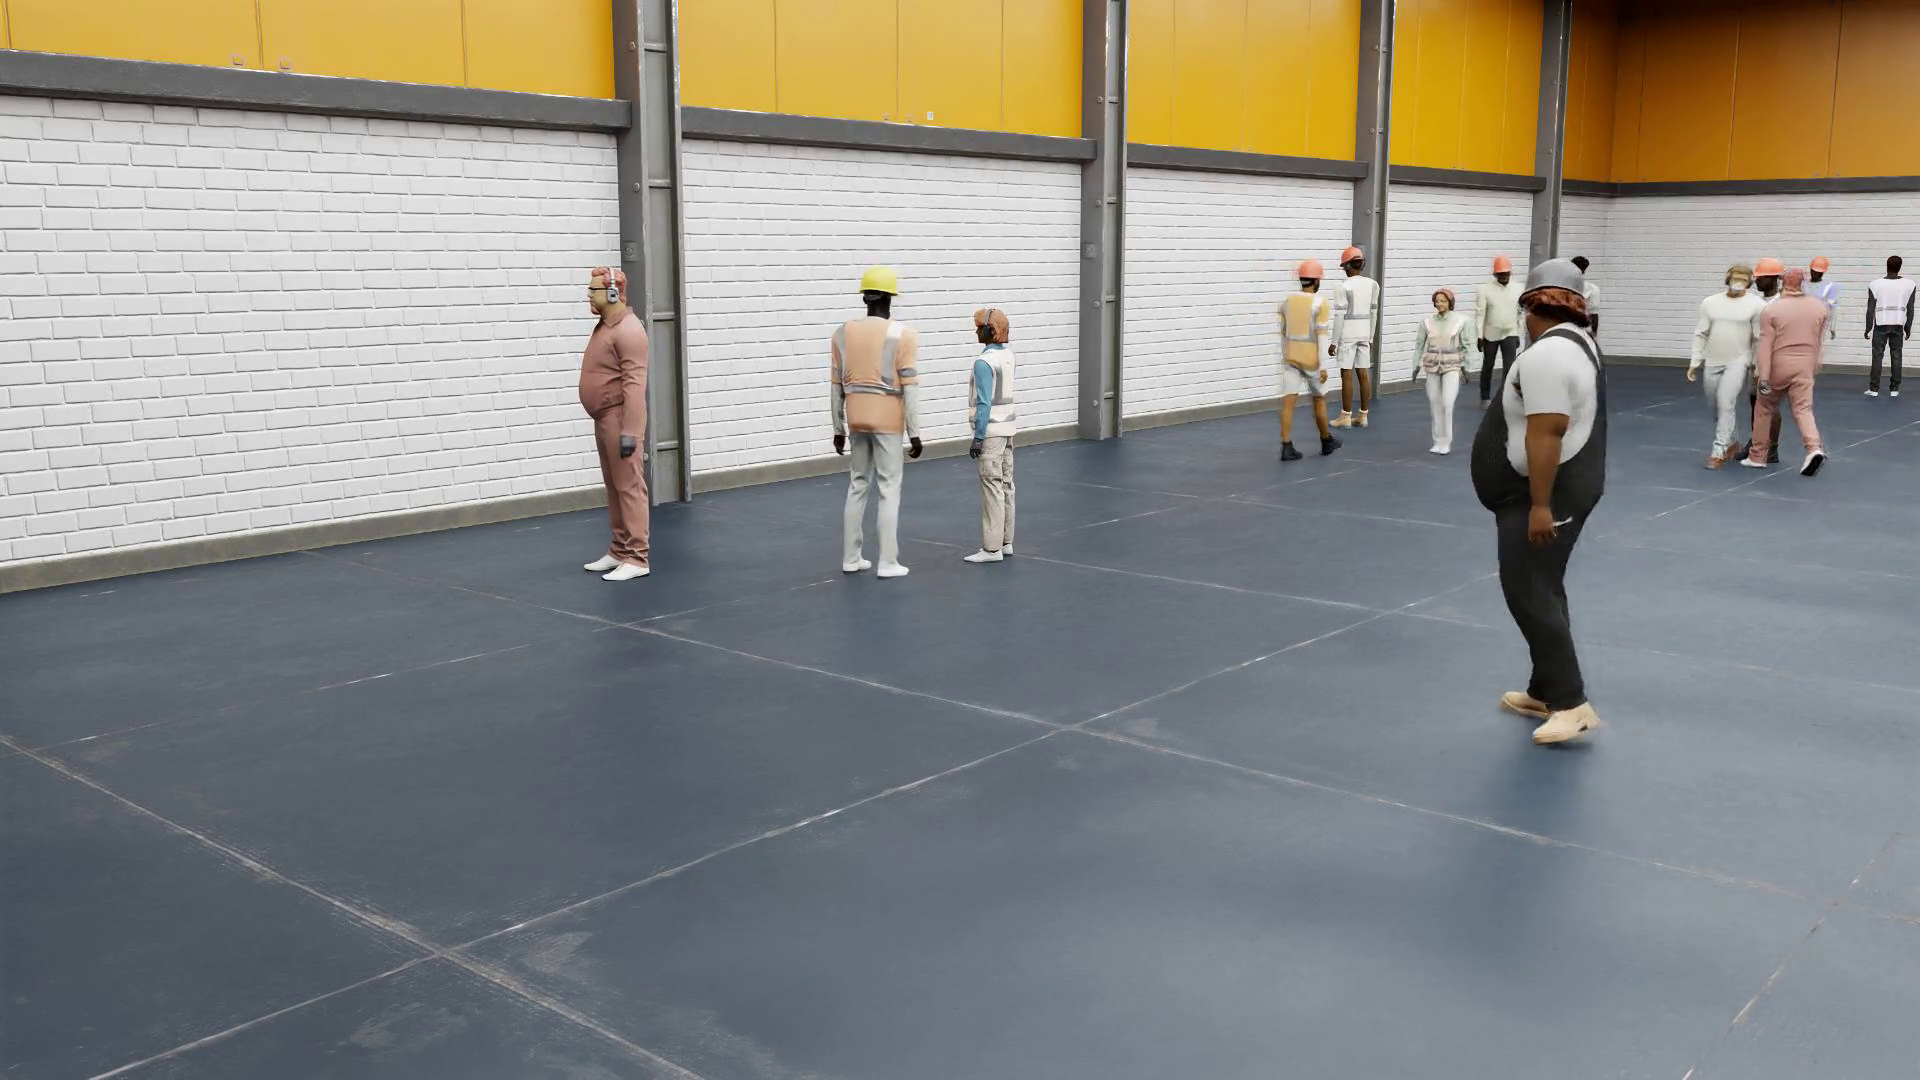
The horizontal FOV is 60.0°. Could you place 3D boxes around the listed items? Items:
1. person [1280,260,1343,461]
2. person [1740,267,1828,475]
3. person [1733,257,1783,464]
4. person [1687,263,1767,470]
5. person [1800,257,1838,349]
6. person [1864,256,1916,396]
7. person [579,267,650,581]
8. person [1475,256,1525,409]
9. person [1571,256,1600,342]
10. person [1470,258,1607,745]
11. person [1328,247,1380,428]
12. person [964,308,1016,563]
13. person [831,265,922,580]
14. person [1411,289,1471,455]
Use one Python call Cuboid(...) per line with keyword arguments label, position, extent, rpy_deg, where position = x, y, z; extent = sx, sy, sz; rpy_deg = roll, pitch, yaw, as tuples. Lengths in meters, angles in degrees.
Cuboid(label="person", position=(3.380, -1.727, 16.013), extent=(0.569, 1.896, 0.930), rpy_deg=(9, 13, 41))
Cuboid(label="person", position=(7.495, -1.527, 15.000), extent=(0.625, 1.862, 0.934), rpy_deg=(0, 10, 1))
Cuboid(label="person", position=(7.567, -1.686, 15.676), extent=(0.372, 1.935, 0.551), rpy_deg=(-1, 10, -7))
Cuboid(label="person", position=(7.163, -1.622, 15.469), extent=(0.928, 1.895, 0.649), rpy_deg=(-8, 13, -40))
Cuboid(label="person", position=(11.772, -2.958, 23.033), extent=(0.608, 1.896, 0.720), rpy_deg=(10, 14, 43))
Cuboid(label="person", position=(12.732, -2.928, 22.800), extent=(0.591, 1.919, 0.392), rpy_deg=(3, 10, 16))
Cuboid(label="person", position=(-2.124, -0.708, 10.192), extent=(0.402, 1.911, 0.638), rpy_deg=(-5, 11, -25))
Cuboid(label="person", position=(6.673, -2.540, 20.582), extent=(0.633, 1.920, 1.062), rpy_deg=(1, 10, 4))
Cuboid(label="person", position=(7.782, -2.626, 21.067), extent=(0.484, 1.933, 0.644), rpy_deg=(-9, 14, -43))
Cuboid(label="person", position=(2.471, -0.216, 7.009), extent=(0.648, 2.000, 0.821), rpy_deg=(6, 12, 31))
Cuboid(label="person", position=(4.408, -2.272, 18.742), extent=(0.605, 2.034, 0.391), rpy_deg=(-5, 11, -27))
Cuboid(label="person", position=(0.212, -0.670, 10.740), extent=(0.307, 1.641, 0.514), rpy_deg=(4, 11, 20))
Cuboid(label="person", position=(-0.506, -0.721, 10.242), extent=(0.604, 1.919, 0.399), rpy_deg=(6, 11, 29))
Cuboid(label="person", position=(4.694, -1.641, 16.299), extent=(0.551, 1.616, 0.607), rpy_deg=(6, 12, 32))
